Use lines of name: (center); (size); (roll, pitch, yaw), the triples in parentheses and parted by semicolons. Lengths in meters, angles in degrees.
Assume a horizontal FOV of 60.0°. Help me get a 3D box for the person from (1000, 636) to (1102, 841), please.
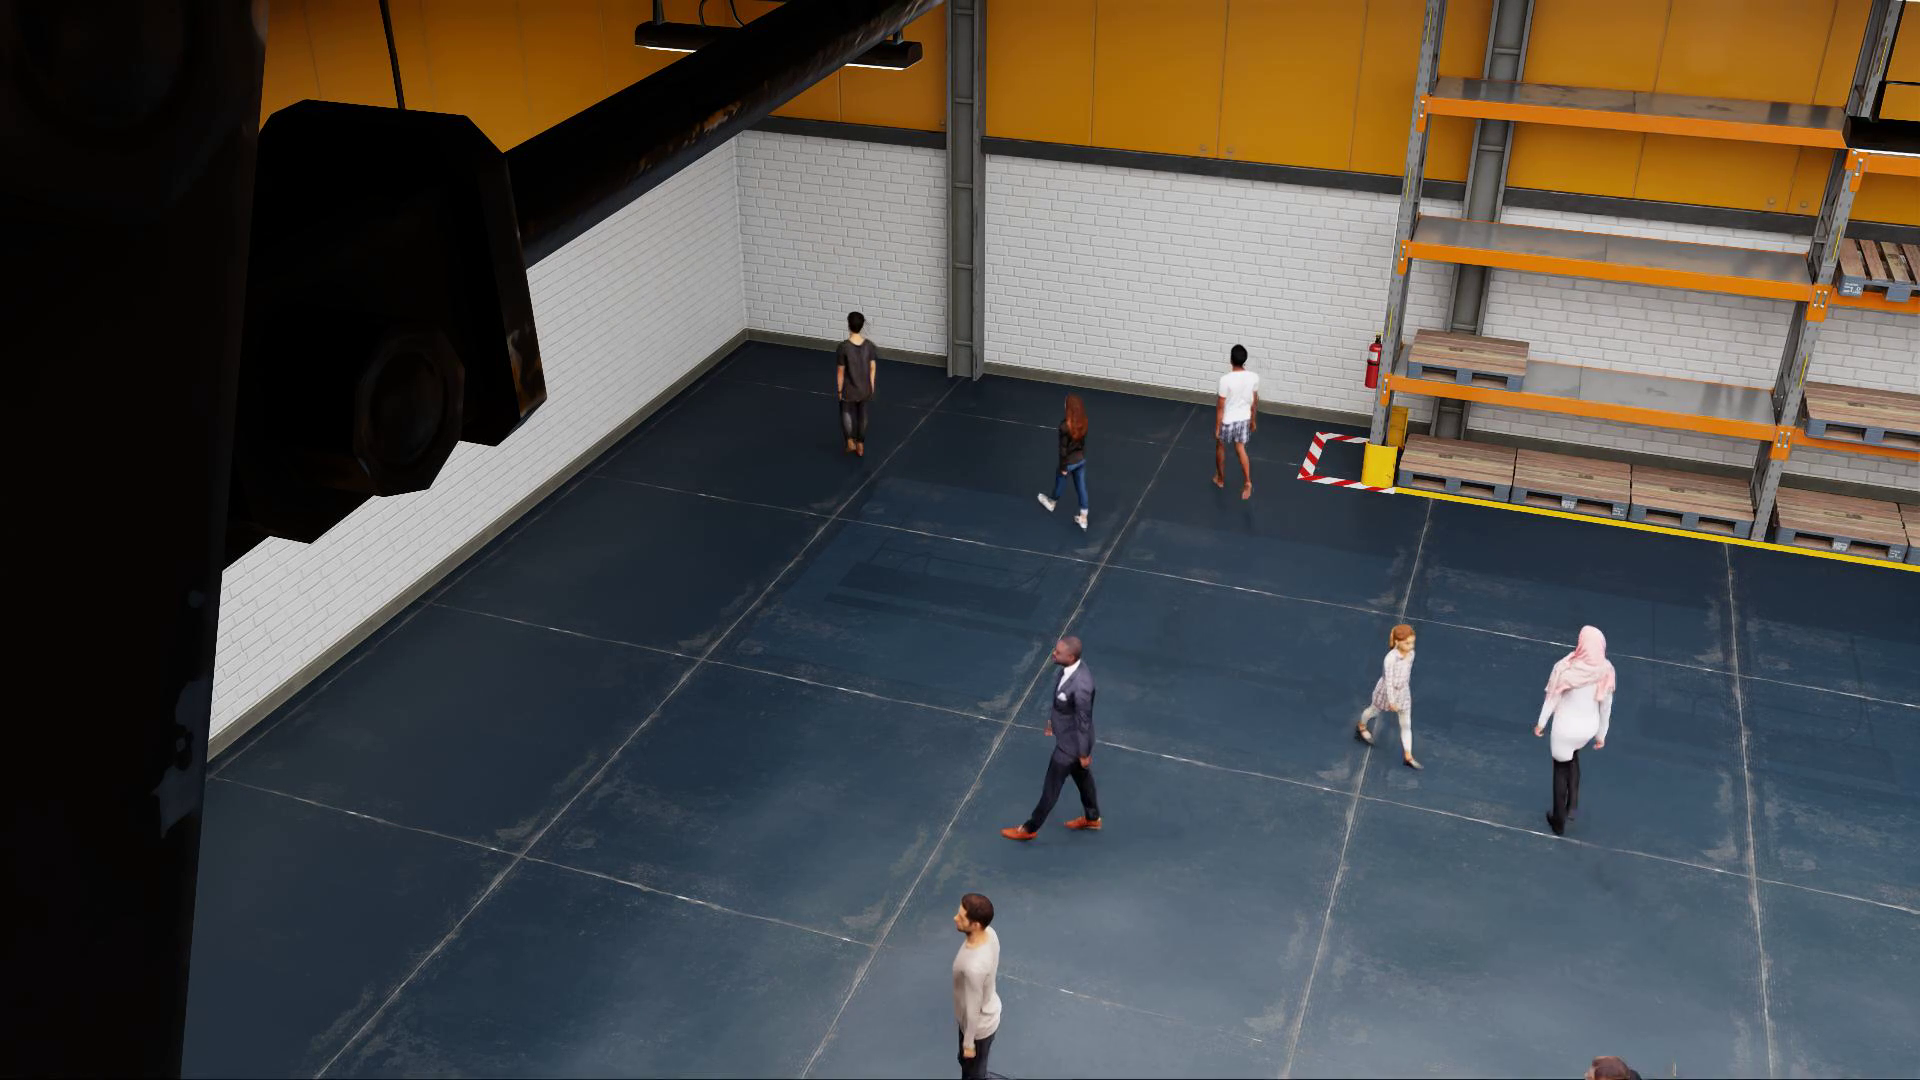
person: (0.938, 1.528, 12.756); (1.185, 1.793, 1.004); (-3, 29, -5)

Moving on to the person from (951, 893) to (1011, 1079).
person: (0.182, 2.928, 10.122); (1.076, 1.855, 0.861); (1, 29, 2)

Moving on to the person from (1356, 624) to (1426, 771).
person: (3.541, 1.238, 13.832); (0.925, 1.271, 0.993); (-14, 32, -25)

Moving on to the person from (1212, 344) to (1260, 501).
person: (2.984, -1.241, 17.919); (1.060, 1.709, 1.039); (-7, 29, -13)

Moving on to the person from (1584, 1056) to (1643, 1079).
person: (3.664, 3.479, 9.354); (0.766, 1.625, 0.763); (-14, 31, -23)

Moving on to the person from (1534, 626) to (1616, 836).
person: (4.754, 1.512, 12.787); (0.711, 1.791, 0.813); (-2, 29, -4)

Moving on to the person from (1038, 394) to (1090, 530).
person: (1.224, -0.799, 17.391); (0.895, 1.439, 1.047); (-20, 34, -32)

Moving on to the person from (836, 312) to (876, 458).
person: (-1.156, -1.720, 18.804); (0.699, 1.703, 0.787); (-7, 29, -13)
